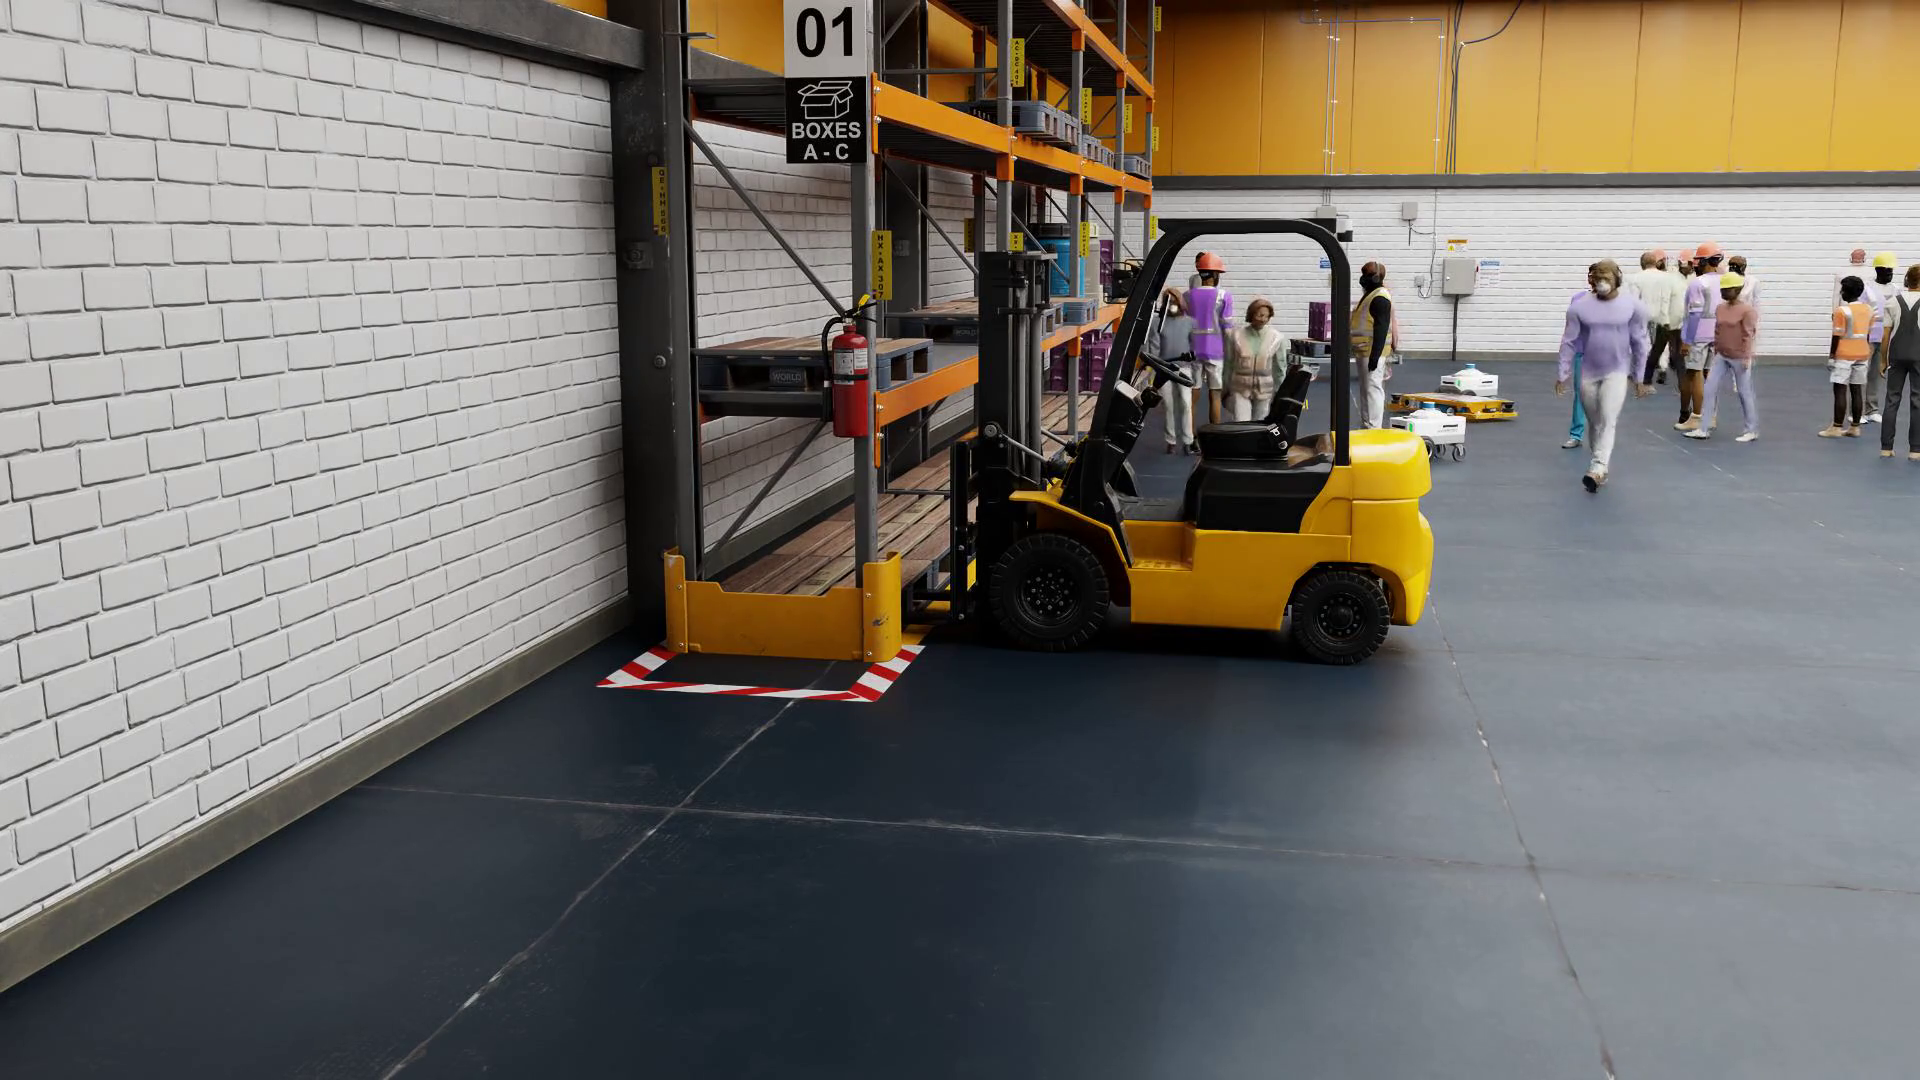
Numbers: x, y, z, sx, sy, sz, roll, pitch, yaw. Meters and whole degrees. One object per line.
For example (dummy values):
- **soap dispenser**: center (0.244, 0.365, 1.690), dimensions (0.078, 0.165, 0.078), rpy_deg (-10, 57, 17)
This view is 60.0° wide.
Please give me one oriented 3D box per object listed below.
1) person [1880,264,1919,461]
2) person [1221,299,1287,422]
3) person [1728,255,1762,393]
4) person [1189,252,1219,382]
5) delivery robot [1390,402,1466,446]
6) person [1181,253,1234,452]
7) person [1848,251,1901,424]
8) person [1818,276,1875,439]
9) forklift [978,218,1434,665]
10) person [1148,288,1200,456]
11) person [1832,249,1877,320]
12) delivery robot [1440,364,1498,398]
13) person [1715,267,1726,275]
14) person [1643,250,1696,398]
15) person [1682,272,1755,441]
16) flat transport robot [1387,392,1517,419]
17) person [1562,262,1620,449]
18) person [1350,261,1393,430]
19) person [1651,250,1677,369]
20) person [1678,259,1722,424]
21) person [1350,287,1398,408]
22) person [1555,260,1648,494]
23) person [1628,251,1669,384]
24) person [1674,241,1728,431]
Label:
- **person**: center (8.912, -1.661, 15.608), dimensions (0.504, 1.840, 0.345), rpy_deg (10, 14, 42)
- **person**: center (2.429, -1.201, 13.772), dimensions (0.525, 1.586, 0.847), rpy_deg (1, 10, 4)
- **person**: center (10.402, -2.896, 22.378), dimensions (0.623, 1.841, 0.430), rpy_deg (7, 13, 35)
- **person**: center (3.512, -3.230, 24.126), dimensions (0.534, 1.868, 0.310), rpy_deg (7, 13, 35)
- **delivery robot**: center (4.356, -1.043, 15.484), dimensions (0.707, 0.478, 0.477), rpy_deg (-5, 11, -26)
- **person**: center (2.378, -1.789, 16.042), dimensions (0.552, 1.933, 0.368), rpy_deg (5, 12, 28)
- **person**: center (10.291, -2.266, 18.681), dimensions (0.584, 1.927, 0.367), rpy_deg (-3, 11, -17)
- **person**: center (9.239, -1.894, 17.298), dimensions (0.536, 1.692, 0.317), rpy_deg (-4, 11, -21)
- **forklift**: center (1.285, -0.567, 8.635), dimensions (2.313, 2.155, 1.214), rpy_deg (2, 11, 11)
- **person**: center (2.042, -1.581, 15.822), dimensions (0.503, 1.598, 0.742), rpy_deg (0, 10, 2)
- **person**: center (13.939, -3.575, 25.930), dimensions (0.640, 1.904, 0.409), rpy_deg (4, 11, 22)
- **delivery robot**: center (6.158, -1.886, 20.102), dimensions (0.707, 0.478, 0.477), rpy_deg (-6, 12, -29)
- **person**: center (12.028, -3.756, 26.729), dimensions (0.437, 1.993, 0.628), rpy_deg (0, 10, -2)
- **person**: center (9.383, -2.836, 21.851), dimensions (0.627, 1.927, 1.039), rpy_deg (-4, 11, -19)
- **person**: center (7.825, -1.857, 16.992), dimensions (0.825, 1.727, 0.536), rpy_deg (-4, 11, -19)
- **flat transport robot**: center (5.740, -1.575, 19.436), dimensions (0.652, 0.197, 1.431), rpy_deg (-6, 12, -28)
- **person**: center (6.252, -1.803, 16.362), dimensions (0.570, 1.844, 0.379), rpy_deg (8, 13, 36)
- **person**: center (4.126, -1.879, 16.785), dimensions (0.429, 1.846, 0.628), rpy_deg (0, 10, 1)
- **person**: center (11.147, -3.626, 26.258), dimensions (0.707, 1.885, 0.484), rpy_deg (4, 11, 20)
- **person**: center (8.182, -2.223, 18.419), dimensions (0.361, 1.938, 0.545), rpy_deg (5, 12, 27)
- **person**: center (4.841, -2.258, 19.551), dimensions (0.524, 1.581, 0.838), rpy_deg (-1, 10, -4)
- **person**: center (5.230, -1.331, 13.651), dimensions (0.660, 1.886, 1.006), rpy_deg (7, 13, 35)
- **person**: center (9.944, -3.195, 23.897), dimensions (0.653, 1.900, 0.980), rpy_deg (0, 10, -1)
- **person**: center (7.979, -2.179, 17.885), dimensions (0.616, 2.041, 0.378), rpy_deg (-6, 12, -30)
